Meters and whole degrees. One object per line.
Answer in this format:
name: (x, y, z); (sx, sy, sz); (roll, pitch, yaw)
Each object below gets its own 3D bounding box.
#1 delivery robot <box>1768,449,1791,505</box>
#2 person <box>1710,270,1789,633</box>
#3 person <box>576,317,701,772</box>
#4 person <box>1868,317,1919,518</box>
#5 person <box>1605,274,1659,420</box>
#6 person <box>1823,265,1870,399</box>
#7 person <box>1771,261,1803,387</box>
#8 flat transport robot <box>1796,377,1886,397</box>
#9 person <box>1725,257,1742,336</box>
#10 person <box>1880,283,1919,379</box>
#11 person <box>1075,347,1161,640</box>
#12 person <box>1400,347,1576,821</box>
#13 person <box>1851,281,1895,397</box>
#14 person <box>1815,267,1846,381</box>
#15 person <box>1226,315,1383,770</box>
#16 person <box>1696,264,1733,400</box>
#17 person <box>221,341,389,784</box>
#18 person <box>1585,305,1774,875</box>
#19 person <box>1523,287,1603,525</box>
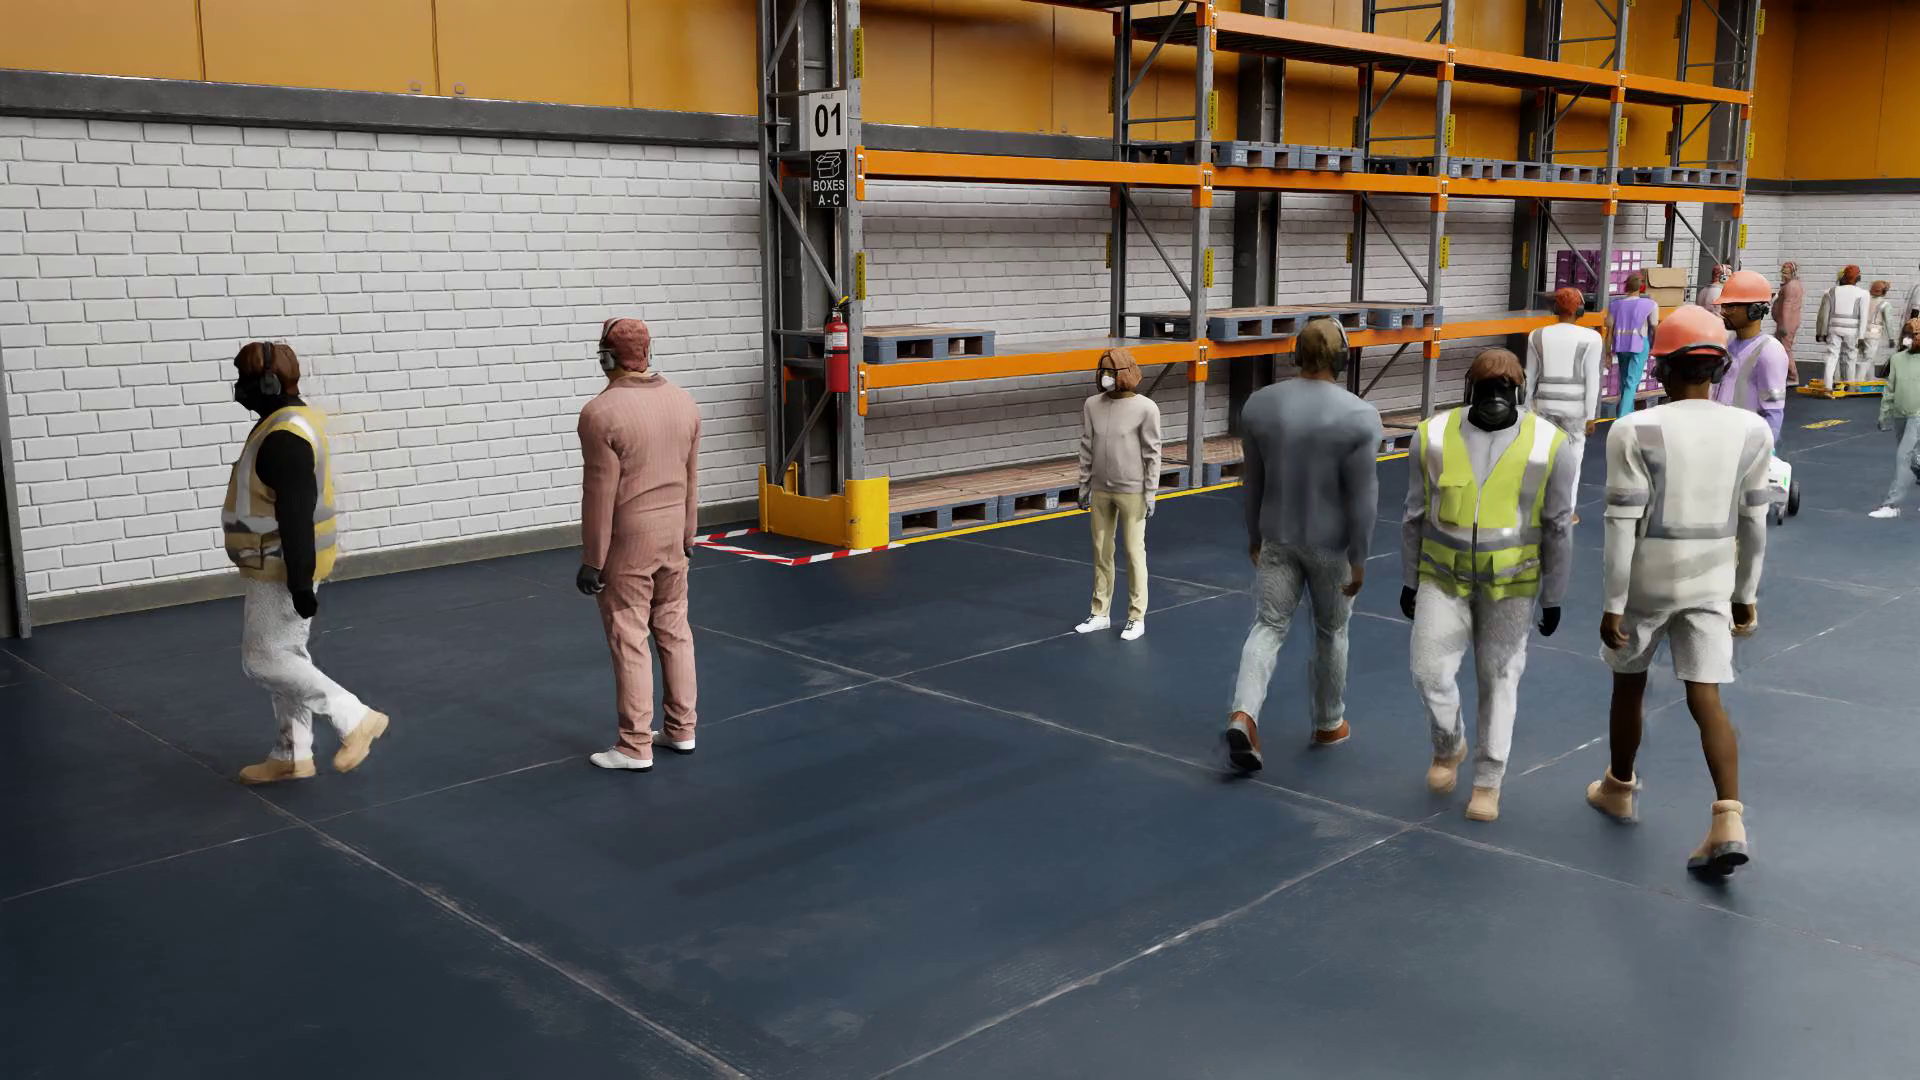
delivery robot: (6.394, -0.485, 13.189); (0.477, 0.478, 0.707); (5, 12, 27)
person: (4.393, -0.496, 9.441); (0.372, 2.042, 0.615); (0, 10, -2)
person: (-1.375, 0.018, 7.017); (0.401, 1.904, 0.651); (7, 12, 33)
person: (7.670, -0.987, 13.332); (0.815, 1.601, 0.514); (-3, 11, -17)
person: (7.776, -2.166, 19.230); (0.938, 1.801, 0.578); (-10, 14, -42)
person: (12.153, -2.853, 22.879); (0.581, 1.844, 0.978); (9, 13, 39)
person: (12.264, -3.216, 24.781); (0.696, 1.868, 0.710); (7, 13, 34)
flat transport robot: (12.538, -2.152, 23.307); (1.431, 0.197, 0.652); (-3, 11, -18)
person: (11.285, -3.190, 24.418); (0.627, 1.940, 0.372); (0, 10, 1)
person: (13.688, -3.036, 23.710); (1.040, 1.899, 0.622); (5, 12, 26)
person: (0.877, -0.260, 9.272); (0.507, 1.631, 0.266); (8, 13, 37)
person: (2.005, 0.174, 6.379); (0.643, 1.824, 0.441); (5, 11, 24)
person: (12.733, -2.788, 23.098); (0.734, 1.607, 0.536); (-2, 11, -13)
person: (12.357, -2.914, 23.339); (0.612, 1.792, 0.820); (2, 11, 12)
person: (1.443, 0.016, 7.006); (0.630, 1.915, 0.895); (6, 12, 30)
person: (9.074, -2.355, 19.996); (0.400, 1.900, 0.636); (0, 10, -2)
person: (-2.702, 0.105, 6.754); (0.517, 1.827, 0.632); (-3, 11, -17)
person: (2.611, 0.163, 5.982); (0.623, 2.004, 1.017); (0, 10, -1)
person: (4.540, -0.990, 12.653); (0.584, 1.860, 0.835); (8, 13, 38)
